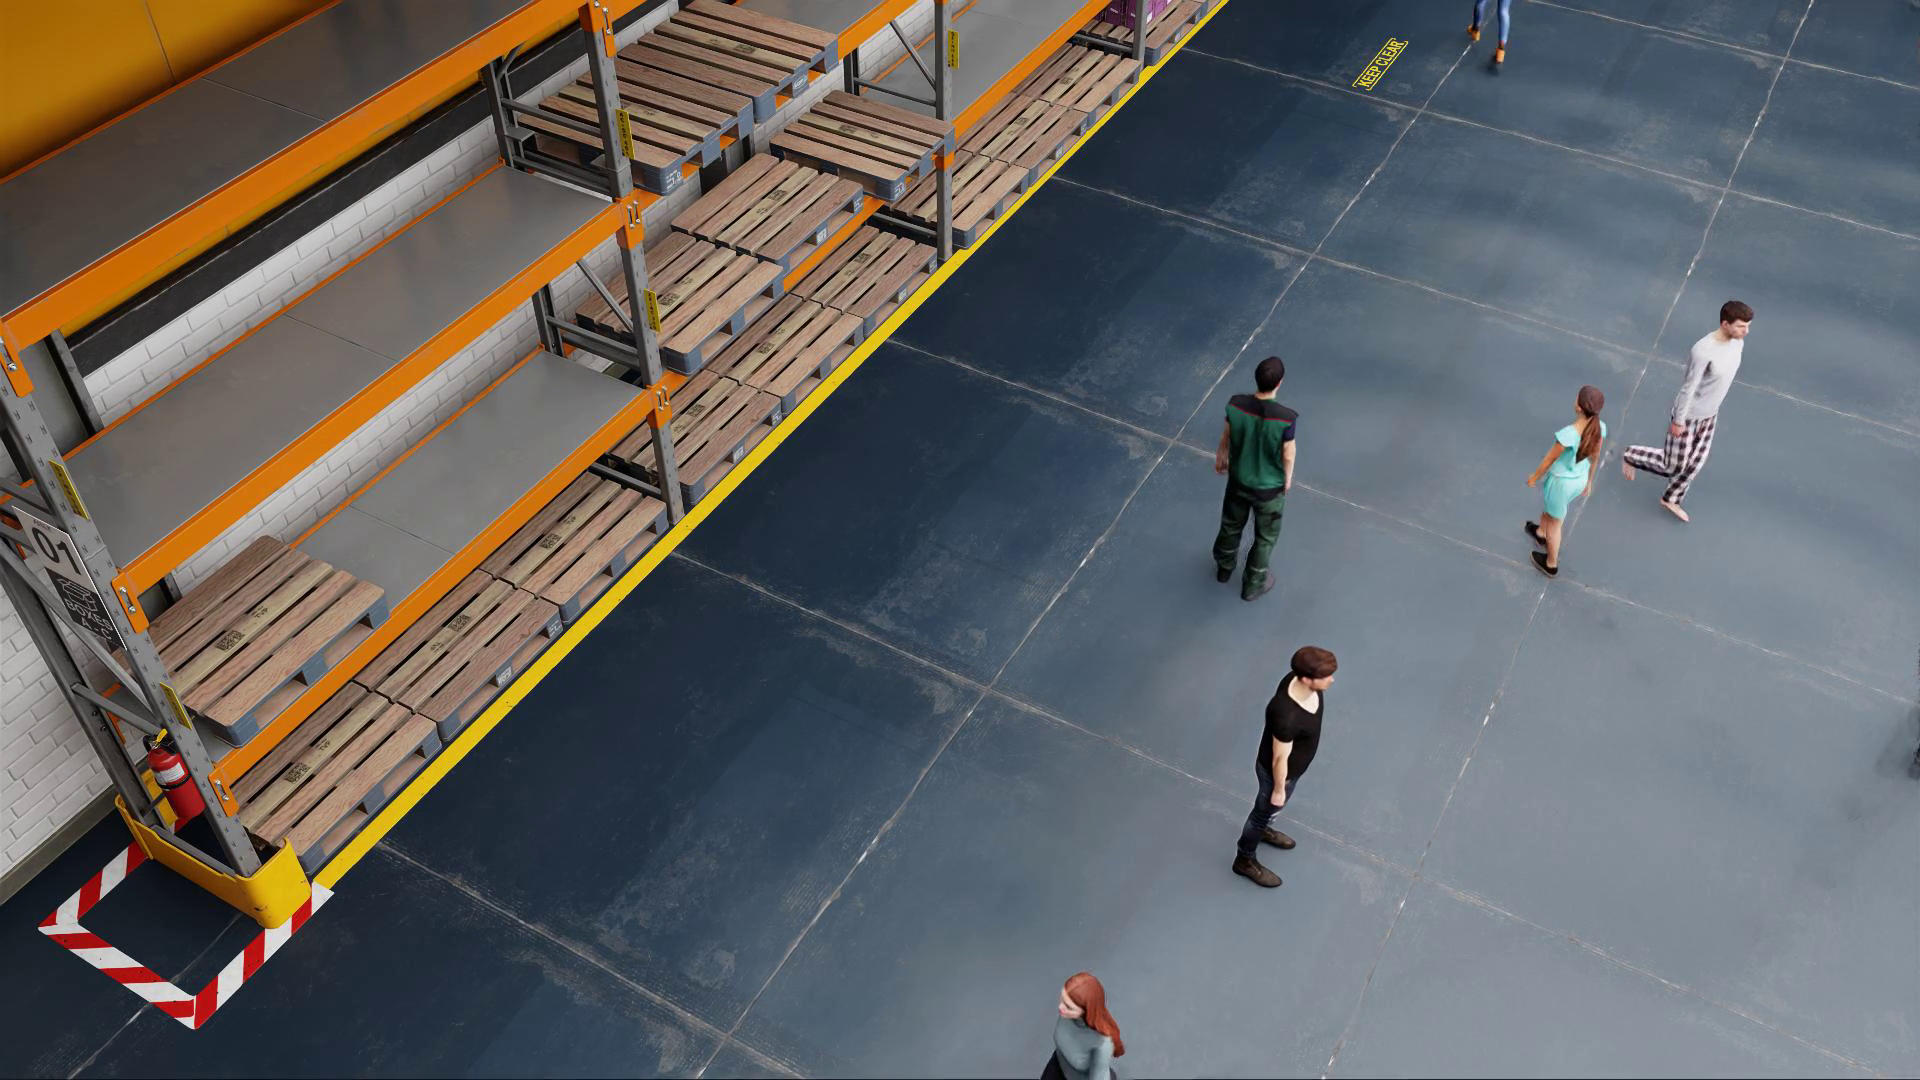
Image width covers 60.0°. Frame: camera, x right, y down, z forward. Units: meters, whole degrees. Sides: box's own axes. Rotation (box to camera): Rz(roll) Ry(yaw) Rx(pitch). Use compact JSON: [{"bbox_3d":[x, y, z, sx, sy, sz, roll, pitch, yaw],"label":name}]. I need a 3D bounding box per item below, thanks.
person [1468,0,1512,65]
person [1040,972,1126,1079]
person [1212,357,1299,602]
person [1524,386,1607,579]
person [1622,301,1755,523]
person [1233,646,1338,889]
[{"bbox_3d":[5.593,-5.729,17.116,1.054,1.664,1.263,-1,44,-1],"label":"person"},{"bbox_3d":[0.686,2.664,8.282,1.237,1.697,0.942,-24,48,-23],"label":"person"},{"bbox_3d":[2.016,-0.408,11.369,0.731,1.886,0.649,25,49,24],"label":"person"},{"bbox_3d":[4.257,-0.366,11.575,0.805,1.541,0.837,-19,47,-19],"label":"person"},{"bbox_3d":[5.247,-0.977,12.004,0.935,1.834,0.938,-21,47,-21],"label":"person"},{"bbox_3d":[1.855,1.271,9.602,0.727,1.892,0.508,18,47,18],"label":"person"}]
